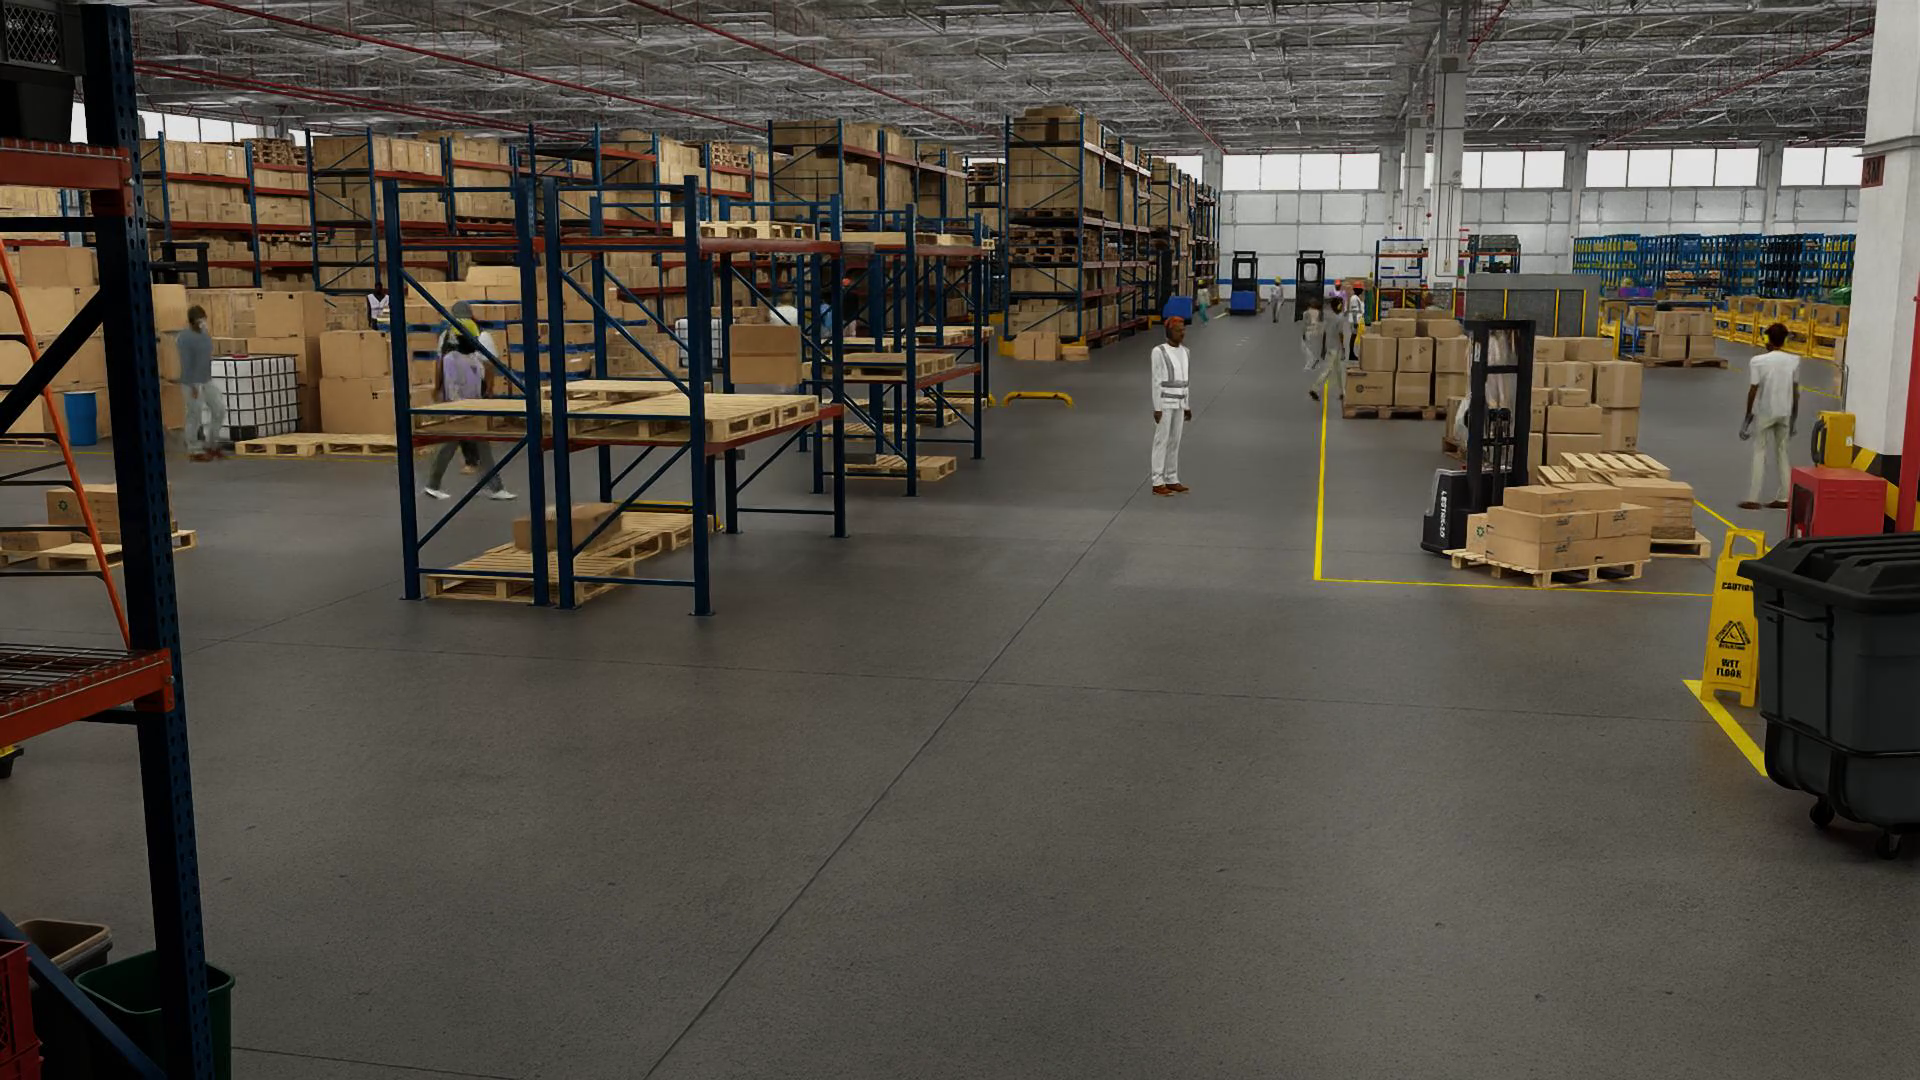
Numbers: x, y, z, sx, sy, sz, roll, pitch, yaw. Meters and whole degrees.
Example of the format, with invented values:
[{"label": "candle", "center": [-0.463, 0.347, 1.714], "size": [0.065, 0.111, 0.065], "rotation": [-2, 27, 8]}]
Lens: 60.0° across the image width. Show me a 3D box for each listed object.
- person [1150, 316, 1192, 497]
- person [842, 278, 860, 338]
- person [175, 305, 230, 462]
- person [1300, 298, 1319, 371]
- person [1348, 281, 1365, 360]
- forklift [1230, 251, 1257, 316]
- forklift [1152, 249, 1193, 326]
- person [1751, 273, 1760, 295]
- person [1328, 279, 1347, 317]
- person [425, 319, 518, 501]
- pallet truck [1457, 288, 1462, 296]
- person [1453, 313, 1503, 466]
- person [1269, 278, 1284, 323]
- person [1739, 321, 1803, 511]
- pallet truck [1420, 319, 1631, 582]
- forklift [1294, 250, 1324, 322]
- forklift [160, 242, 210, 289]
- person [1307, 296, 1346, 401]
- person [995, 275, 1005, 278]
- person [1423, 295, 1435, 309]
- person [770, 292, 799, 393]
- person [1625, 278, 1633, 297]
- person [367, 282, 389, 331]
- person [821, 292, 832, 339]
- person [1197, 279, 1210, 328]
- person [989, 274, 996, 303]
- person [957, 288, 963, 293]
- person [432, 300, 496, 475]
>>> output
[{"label": "person", "center": [2.223, -1.403, 17.461], "size": [0.355, 1.883, 0.573], "rotation": [9, 13, 43]}, {"label": "person", "center": [-2.815, -5.531, 41.572], "size": [0.612, 1.997, 0.375], "rotation": [-3, 10, -16]}, {"label": "person", "center": [-9.207, -1.890, 20.234], "size": [0.598, 1.915, 0.633], "rotation": [2, 10, 14]}, {"label": "person", "center": [7.800, -4.555, 36.892], "size": [0.525, 1.629, 0.458], "rotation": [-7, 12, -36]}, {"label": "person", "center": [9.731, -5.380, 40.847], "size": [0.360, 1.939, 0.543], "rotation": [2, 10, 14]}, {"label": "forklift", "center": [12.335, -11.147, 72.212], "size": [1.129, 2.768, 1.873], "rotation": [2, 10, 12]}, {"label": "forklift", "center": [7.646, -9.320, 61.395], "size": [1.873, 2.768, 1.129], "rotation": [2, 10, 11]}, {"label": "person", "center": [38.473, -11.983, 80.390], "size": [0.884, 1.791, 0.608], "rotation": [1, 10, 6]}, {"label": "person", "center": [11.442, -6.973, 50.451], "size": [0.561, 1.888, 1.015], "rotation": [3, 10, 16]}, {"label": "person", "center": [-5.100, -1.328, 17.056], "size": [1.004, 1.879, 0.596], "rotation": [3, 10, 17]}, {"label": "pallet truck", "center": [20.506, -9.785, 68.819], "size": [0.653, 1.274, 1.630], "rotation": [2, 10, 12]}, {"label": "person", "center": [5.591, -1.486, 17.898], "size": [0.450, 1.898, 0.713], "rotation": [-2, 10, -9]}, {"label": "person", "center": [12.324, -9.332, 64.779], "size": [0.597, 1.782, 0.933], "rotation": [1, 10, 5]}, {"label": "person", "center": [7.981, -1.210, 16.364], "size": [0.547, 1.871, 0.345], "rotation": [1, 10, 4]}, {"label": "pallet truck", "center": [4.543, -0.757, 13.299], "size": [0.823, 1.965, 1.885], "rotation": [-4, 10, -22]}, {"label": "forklift", "center": [13.778, -10.002, 65.433], "size": [1.129, 2.768, 1.873], "rotation": [2, 10, 12]}, {"label": "forklift", "center": [-16.063, -4.810, 34.690], "size": [1.129, 2.768, 1.873], "rotation": [2, 10, 12]}, {"label": "person", "center": [6.499, -3.334, 29.043], "size": [0.950, 1.834, 0.520], "rotation": [-3, 10, -17]}, {"label": "person", "center": [2.221, -13.997, 91.933], "size": [0.547, 1.916, 0.584], "rotation": [0, 10, 3]}, {"label": "person", "center": [11.576, -5.243, 41.079], "size": [0.519, 1.587, 0.871], "rotation": [-8, 13, -41]}, {"label": "person", "center": [-3.048, -3.456, 29.604], "size": [0.635, 1.884, 1.014], "rotation": [0, 10, 2]}, {"label": "person", "center": [26.601, -9.506, 65.880], "size": [0.736, 1.738, 0.541], "rotation": [1, 10, 7]}, {"label": "person", "center": [-14.587, -5.528, 41.816], "size": [0.587, 1.911, 0.397], "rotation": [-5, 11, -28]}, {"label": "person", "center": [-3.112, -5.198, 40.562], "size": [0.548, 1.673, 0.744], "rotation": [-5, 11, -28]}, {"label": "person", "center": [8.879, -8.592, 60.422], "size": [0.577, 1.739, 0.573], "rotation": [-7, 12, -34]}, {"label": "person", "center": [1.834, -14.406, 94.143], "size": [0.613, 1.991, 0.392], "rotation": [2, 10, 10]}, {"label": "person", "center": [-0.019, -8.698, 60.950], "size": [0.680, 1.798, 0.645], "rotation": [9, 13, 44]}, {"label": "person", "center": [-5.759, -1.804, 19.373], "size": [0.694, 2.000, 0.766], "rotation": [3, 10, 16]}]
